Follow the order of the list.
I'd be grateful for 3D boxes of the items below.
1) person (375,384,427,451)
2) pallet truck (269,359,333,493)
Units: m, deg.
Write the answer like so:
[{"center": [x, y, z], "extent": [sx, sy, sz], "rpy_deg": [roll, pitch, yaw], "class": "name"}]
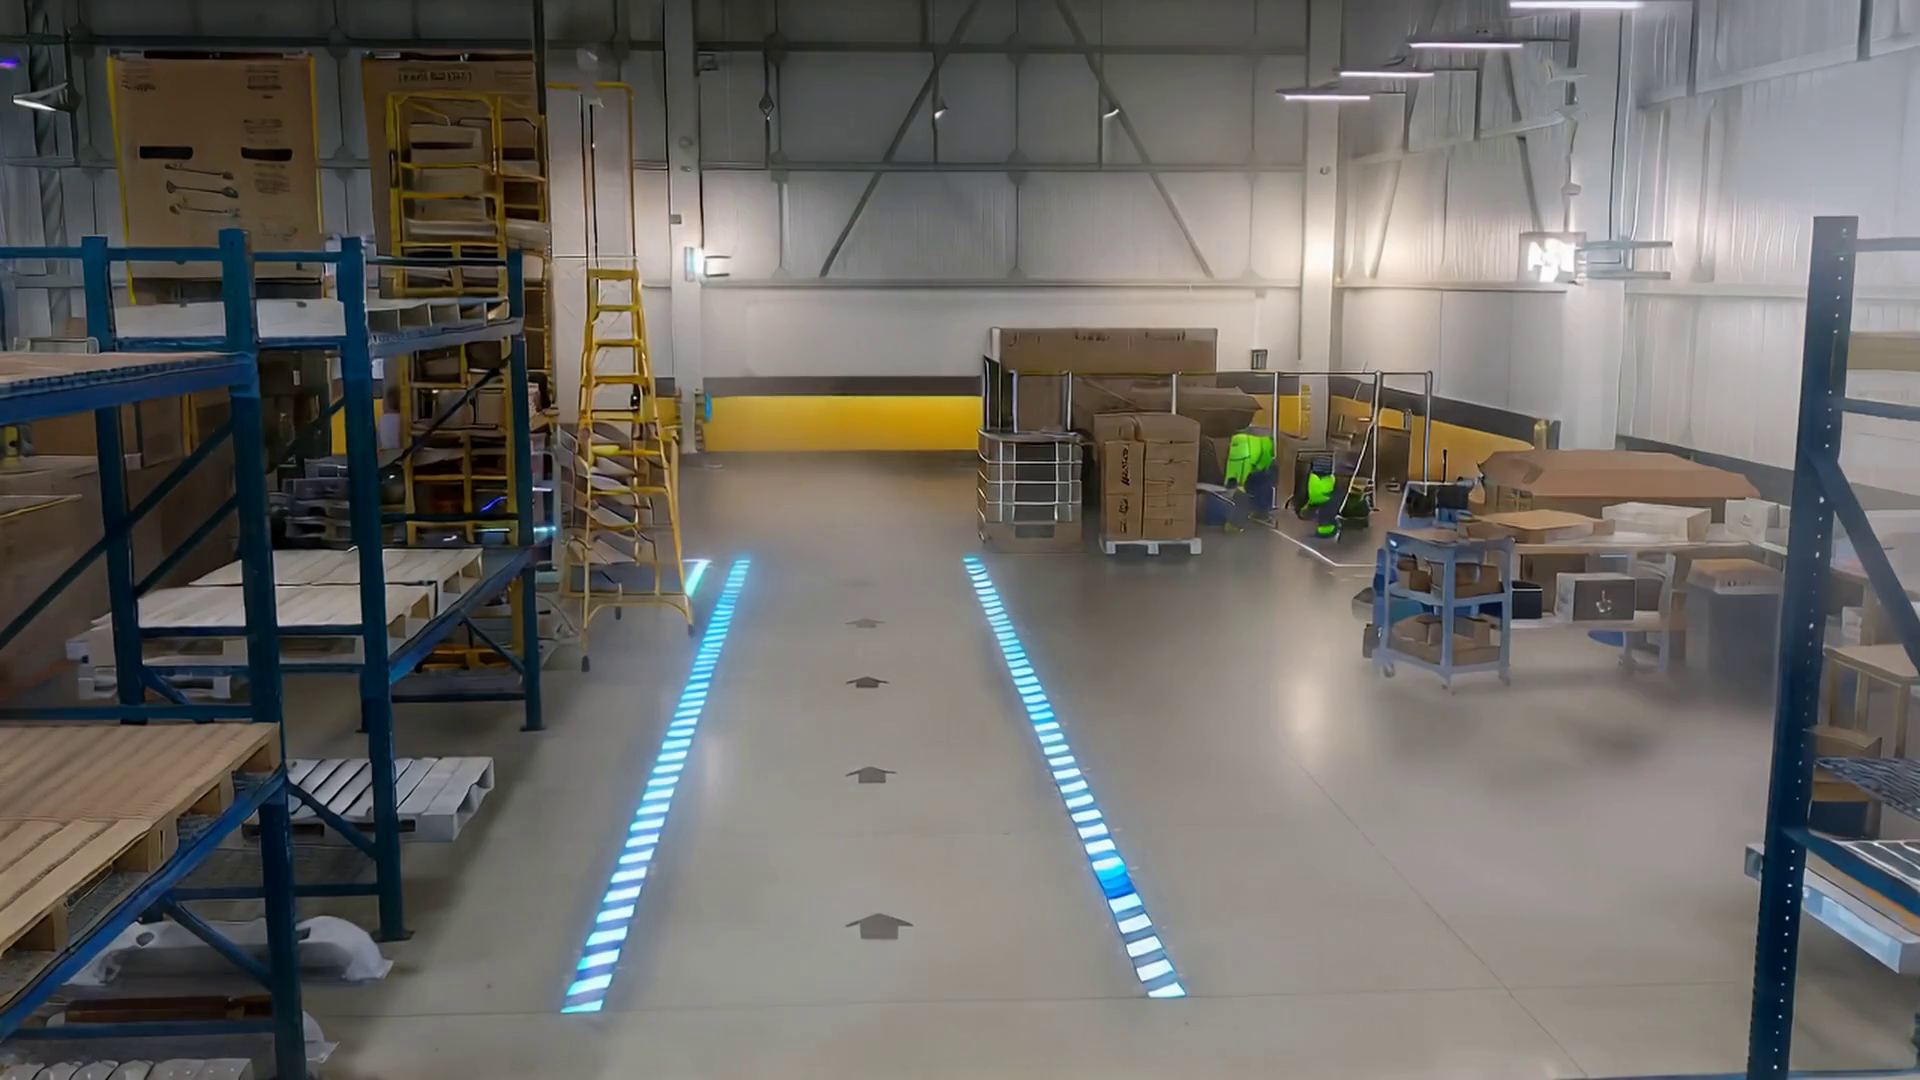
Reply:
[{"center": [-5.347, -0.568, 15.987], "extent": [0.572, 1.836, 1.003], "rpy_deg": [4, 10, 26], "class": "person"}, {"center": [-7.062, -1.131, 18.996], "extent": [1.885, 1.965, 0.823], "rpy_deg": [2, 9, 13], "class": "pallet truck"}]
